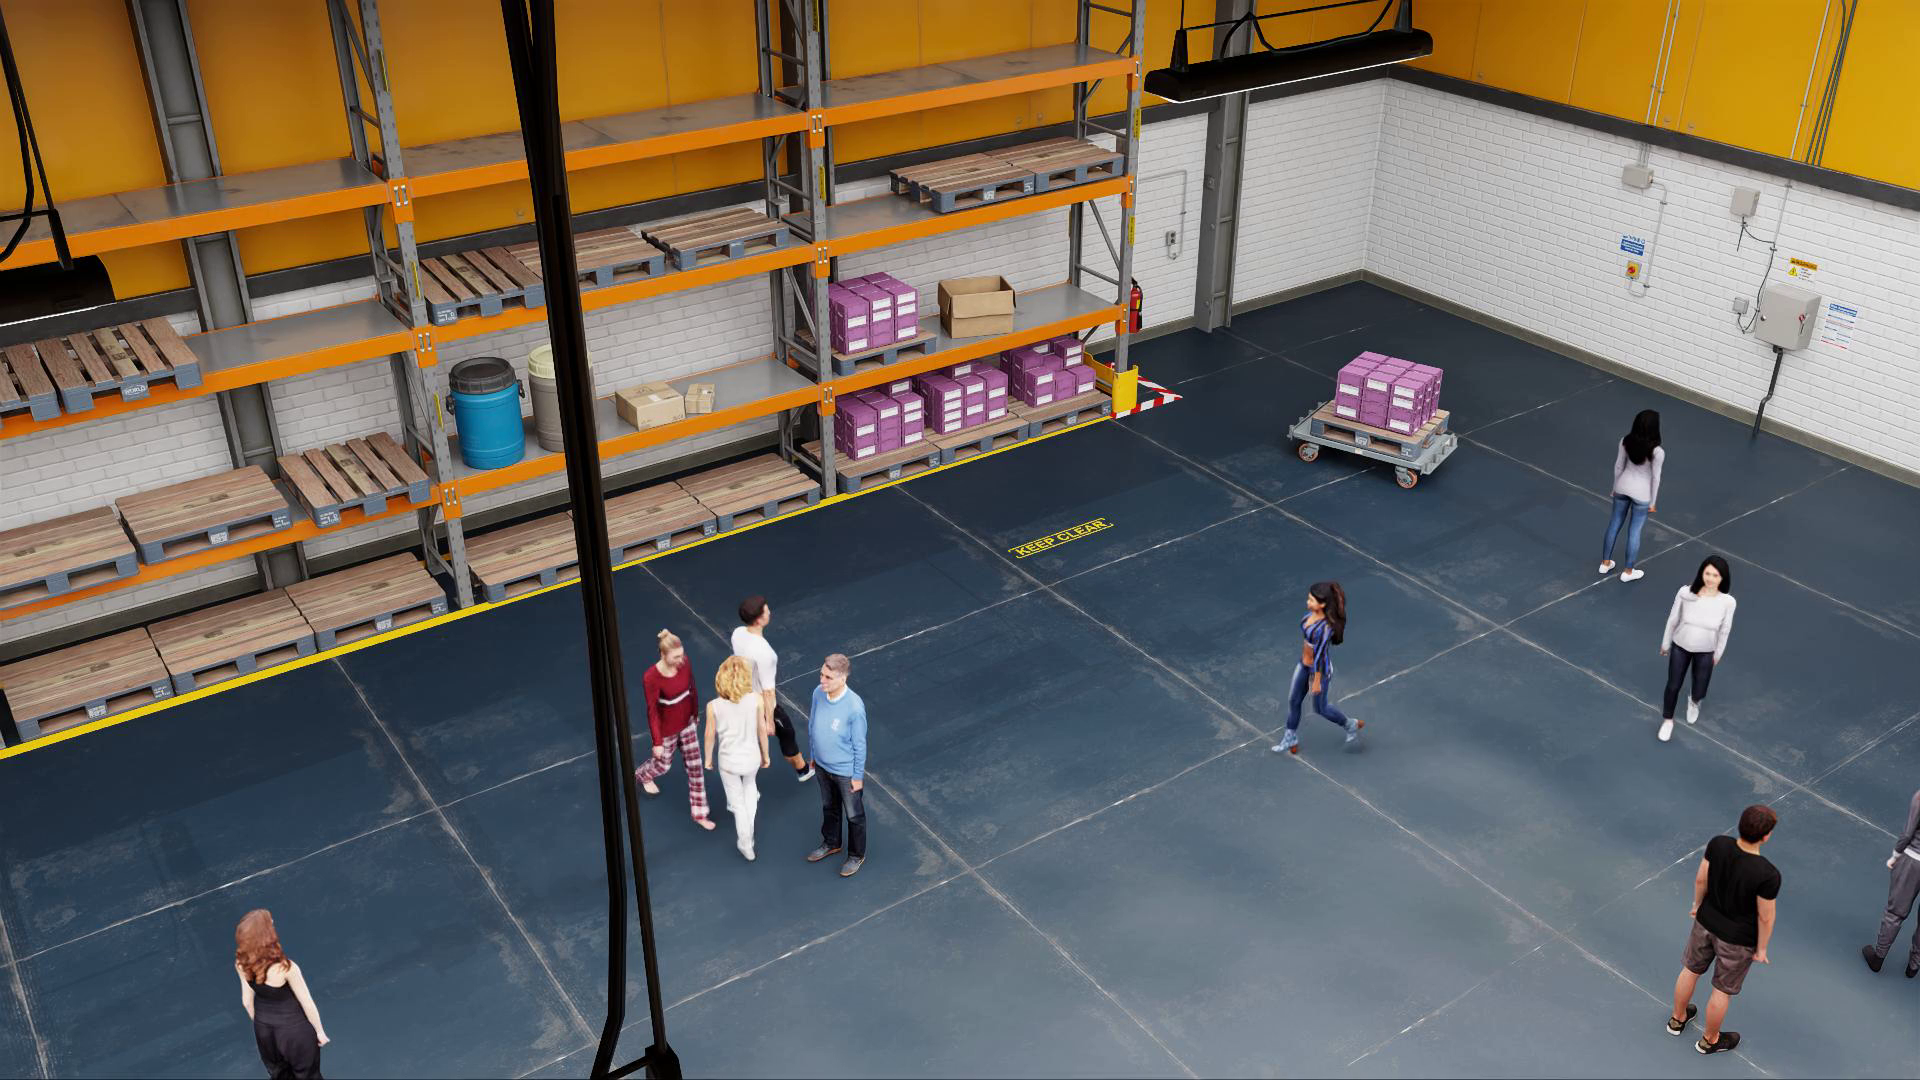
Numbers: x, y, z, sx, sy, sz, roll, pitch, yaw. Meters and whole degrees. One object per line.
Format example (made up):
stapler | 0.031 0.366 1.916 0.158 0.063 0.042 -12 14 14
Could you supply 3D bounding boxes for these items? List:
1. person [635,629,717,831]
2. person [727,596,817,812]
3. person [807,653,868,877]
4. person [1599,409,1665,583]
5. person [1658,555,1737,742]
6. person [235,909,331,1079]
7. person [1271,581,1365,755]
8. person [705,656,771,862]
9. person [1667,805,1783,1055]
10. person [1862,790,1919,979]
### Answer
person | -2.230 1.379 12.583 1.067 1.671 0.862 -25 37 -38
person | -1.606 1.274 12.635 1.159 1.804 0.732 -21 35 -34
person | -0.874 1.590 12.039 0.717 1.820 0.681 20 35 32
person | 6.404 -0.434 15.840 0.529 1.735 0.610 -21 35 -33
person | 5.987 0.846 13.542 0.764 1.688 0.835 16 32 26
person | -3.982 2.871 9.767 0.659 1.747 0.726 4 29 7
person | 2.902 1.051 13.261 1.075 1.598 0.889 -3 29 -6
person | -1.601 1.641 12.127 0.756 1.647 0.788 -10 30 -18
person | 4.811 2.426 10.464 0.557 1.861 0.682 -18 33 -29
person | 6.414 2.159 11.040 0.659 1.780 0.685 9 30 16
